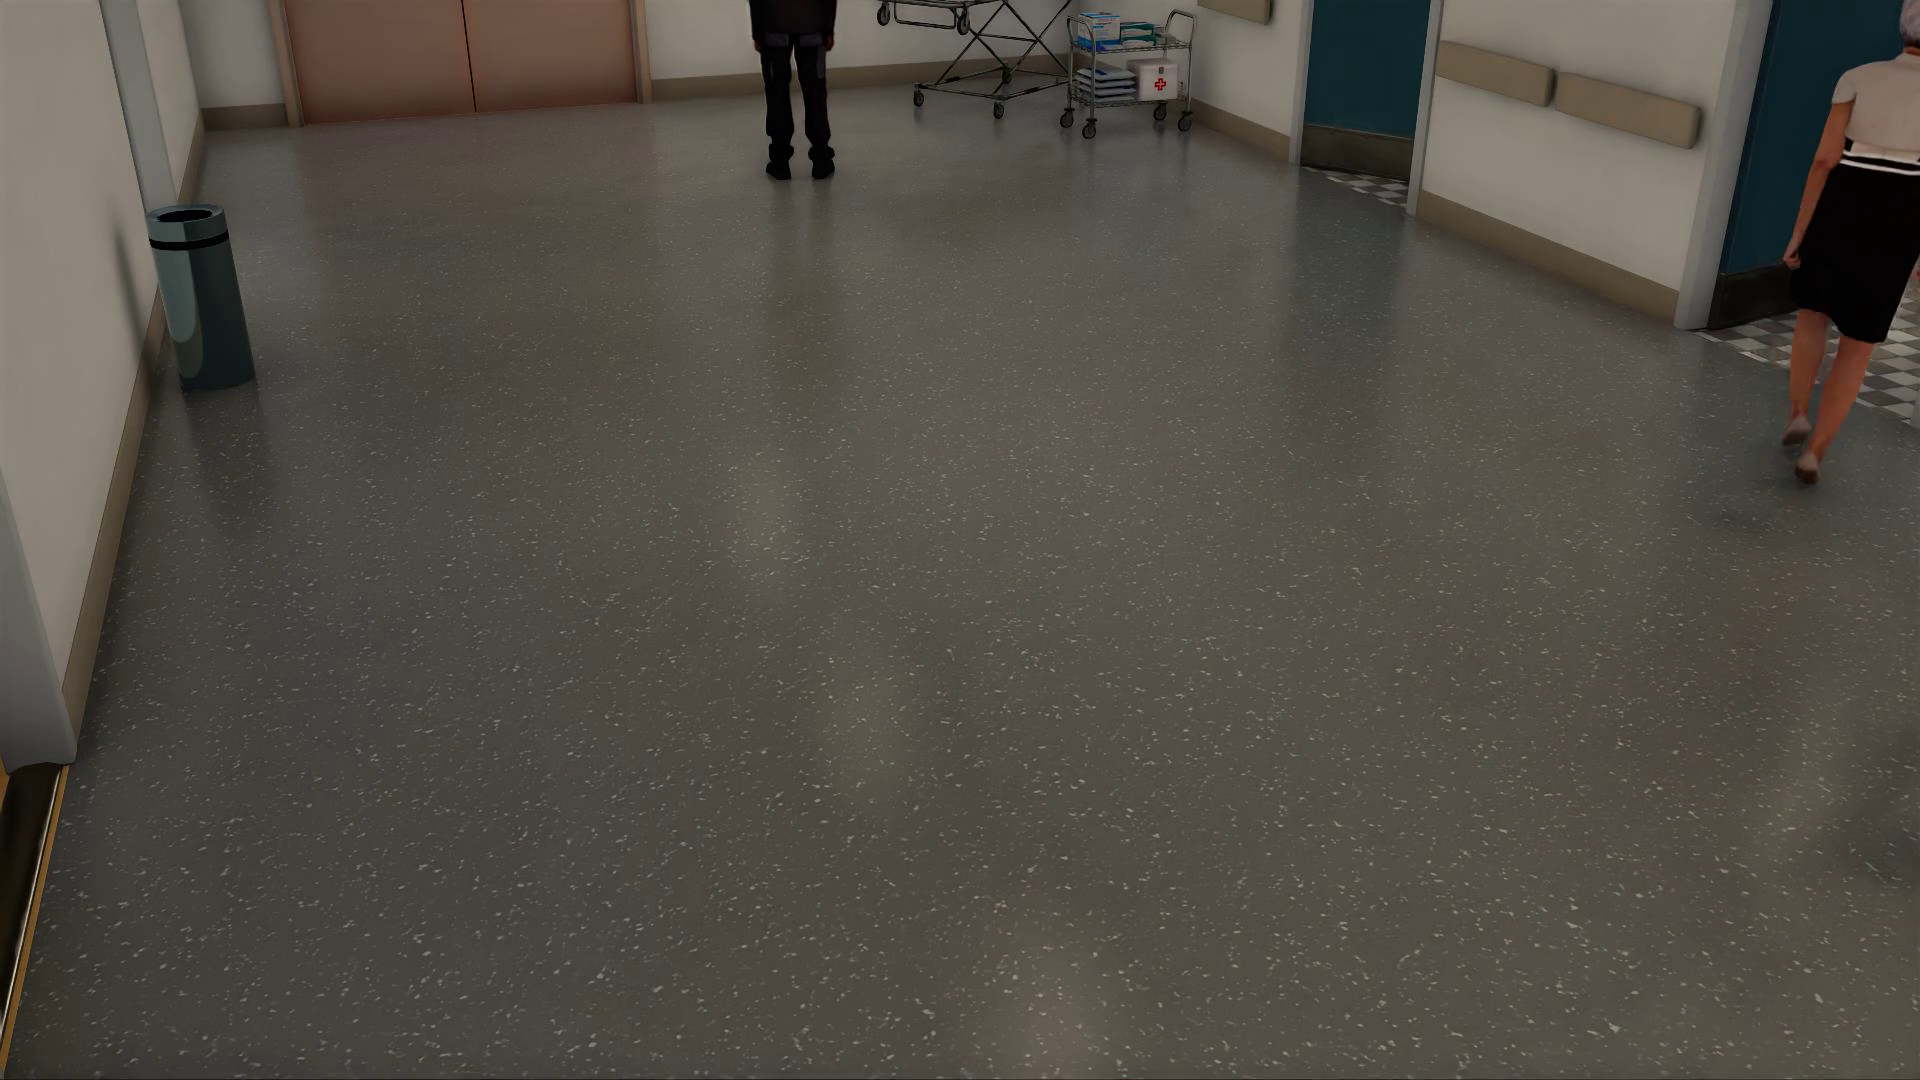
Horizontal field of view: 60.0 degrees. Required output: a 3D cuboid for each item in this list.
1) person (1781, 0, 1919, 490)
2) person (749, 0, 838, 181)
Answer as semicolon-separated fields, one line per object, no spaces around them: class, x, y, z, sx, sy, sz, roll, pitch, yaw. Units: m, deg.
person;3.083;-0.985;5.716;0.866;1.717;0.920;14;29;26
person;-1.006;-3.092;9.962;0.752;1.825;0.694;-3;26;-5
